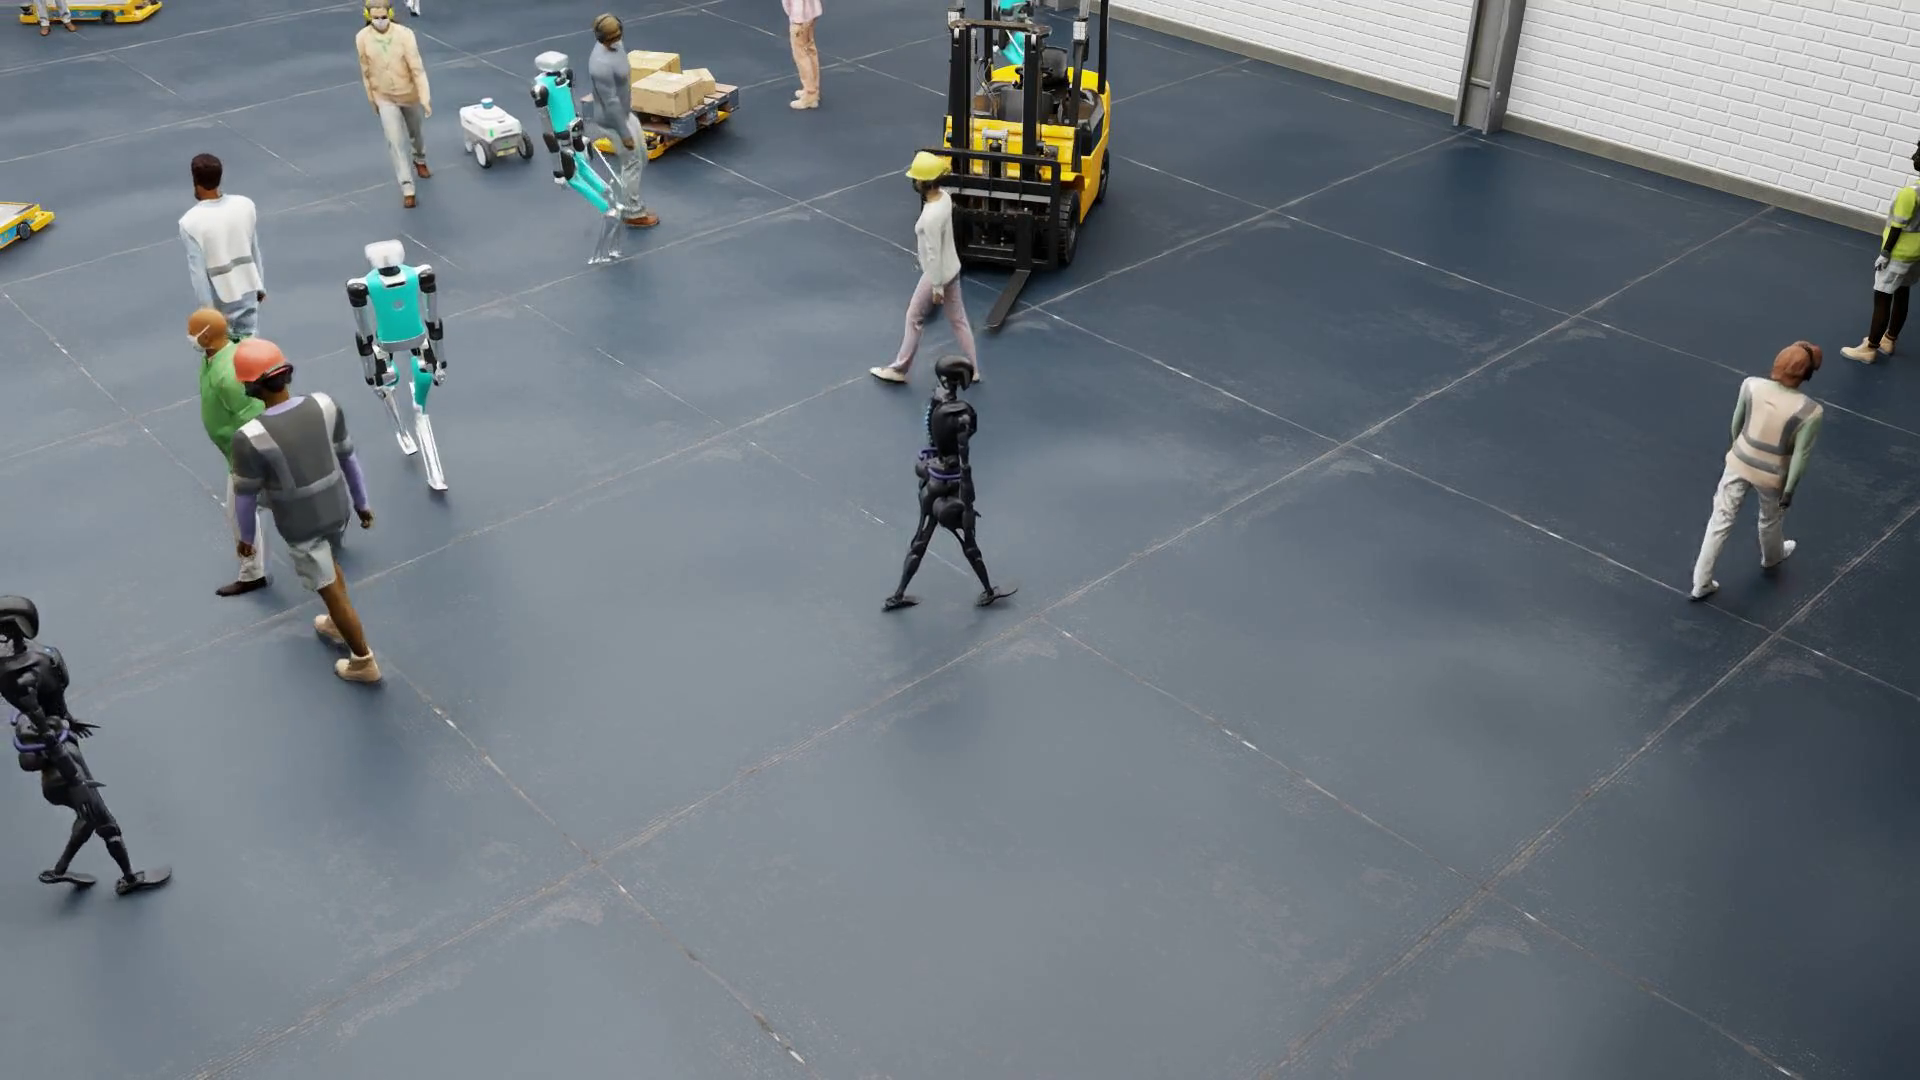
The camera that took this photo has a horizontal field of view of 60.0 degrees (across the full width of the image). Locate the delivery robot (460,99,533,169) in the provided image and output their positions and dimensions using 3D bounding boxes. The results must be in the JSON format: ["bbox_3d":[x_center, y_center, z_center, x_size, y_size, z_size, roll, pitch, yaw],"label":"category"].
[{"bbox_3d":[-4.478,-3.913,15.936,0.499,0.606,0.808,-23,40,-31],"label":"delivery robot"}]

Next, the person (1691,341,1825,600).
[{"bbox_3d":[4.660,-0.422,9.599,0.860,1.591,0.517,-24,40,-32],"label":"person"}]

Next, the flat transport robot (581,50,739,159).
[{"bbox_3d":[-2.950,-4.131,16.523,0.659,0.231,1.431,15,36,21],"label":"flat transport robot"}]

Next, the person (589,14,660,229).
[{"bbox_3d":[-2.854,-3.539,14.120,0.475,1.898,0.661,0,33,-1],"label":"person"}]

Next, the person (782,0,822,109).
[{"bbox_3d":[-1.609,-5.328,16.989,0.410,1.774,0.560,2,33,3],"label":"person"}]

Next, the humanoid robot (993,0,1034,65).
[{"bbox_3d":[0.644,-4.874,16.368,0.552,1.843,0.759,-24,40,-32],"label":"humanoid robot"}]

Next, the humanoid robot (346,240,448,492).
[{"bbox_3d":[-3.617,-1.184,10.695,0.530,1.756,1.008,-18,37,-25],"label":"humanoid robot"}]

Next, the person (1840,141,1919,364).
[{"bbox_3d":[6.864,-2.104,12.103,0.534,1.693,0.320,-21,39,-29],"label":"person"}]

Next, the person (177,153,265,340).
[{"bbox_3d":[-4.890,-1.665,11.247,0.494,1.886,0.598,16,36,23],"label":"person"}]

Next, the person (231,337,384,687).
[{"bbox_3d":[-3.507,-0.142,8.800,0.849,2.001,0.636,20,38,28],"label":"person"}]

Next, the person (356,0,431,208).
[{"bbox_3d":[-5.030,-4.004,14.905,0.558,1.830,0.988,-7,34,-11],"label":"person"}]

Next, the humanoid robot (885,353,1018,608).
[{"bbox_3d":[-0.073,-0.320,9.418,0.783,1.626,0.601,-11,35,-17],"label":"humanoid robot"}]

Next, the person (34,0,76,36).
[{"bbox_3d":[-10.635,-6.696,19.193,0.461,1.651,0.333,-18,37,-25],"label":"person"}]

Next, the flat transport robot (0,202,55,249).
[{"bbox_3d":[-8.423,-2.549,14.091,0.659,0.231,1.431,5,33,8],"label":"flat transport robot"}]

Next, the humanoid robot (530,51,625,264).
[{"bbox_3d":[-3.022,-3.041,13.532,0.713,1.810,0.557,8,34,13],"label":"humanoid robot"}]

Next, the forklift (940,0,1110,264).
[{"bbox_3d":[0.570,-3.725,14.138,1.214,2.155,2.313,9,34,13],"label":"forklift"}]

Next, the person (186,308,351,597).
[{"bbox_3d":[-4.087,-0.549,9.663,0.799,1.751,0.559,-17,37,-24],"label":"person"}]

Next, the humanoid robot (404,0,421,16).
[{"bbox_3d":[-6.709,-7.160,19.926,0.542,1.888,0.807,-4,33,-7],"label":"humanoid robot"}]

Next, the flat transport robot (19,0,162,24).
[{"bbox_3d":[-10.470,-6.415,20.033,1.431,0.231,0.659,0,33,-1],"label":"flat transport robot"}]

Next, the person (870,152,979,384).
[{"bbox_3d":[-0.246,-1.896,11.748,0.849,1.734,0.537,9,34,14],"label":"person"}]

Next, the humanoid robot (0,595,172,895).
[{"bbox_3d":[-4.026,0.941,7.450,0.521,1.665,0.602,-16,36,-23],"label":"humanoid robot"}]
